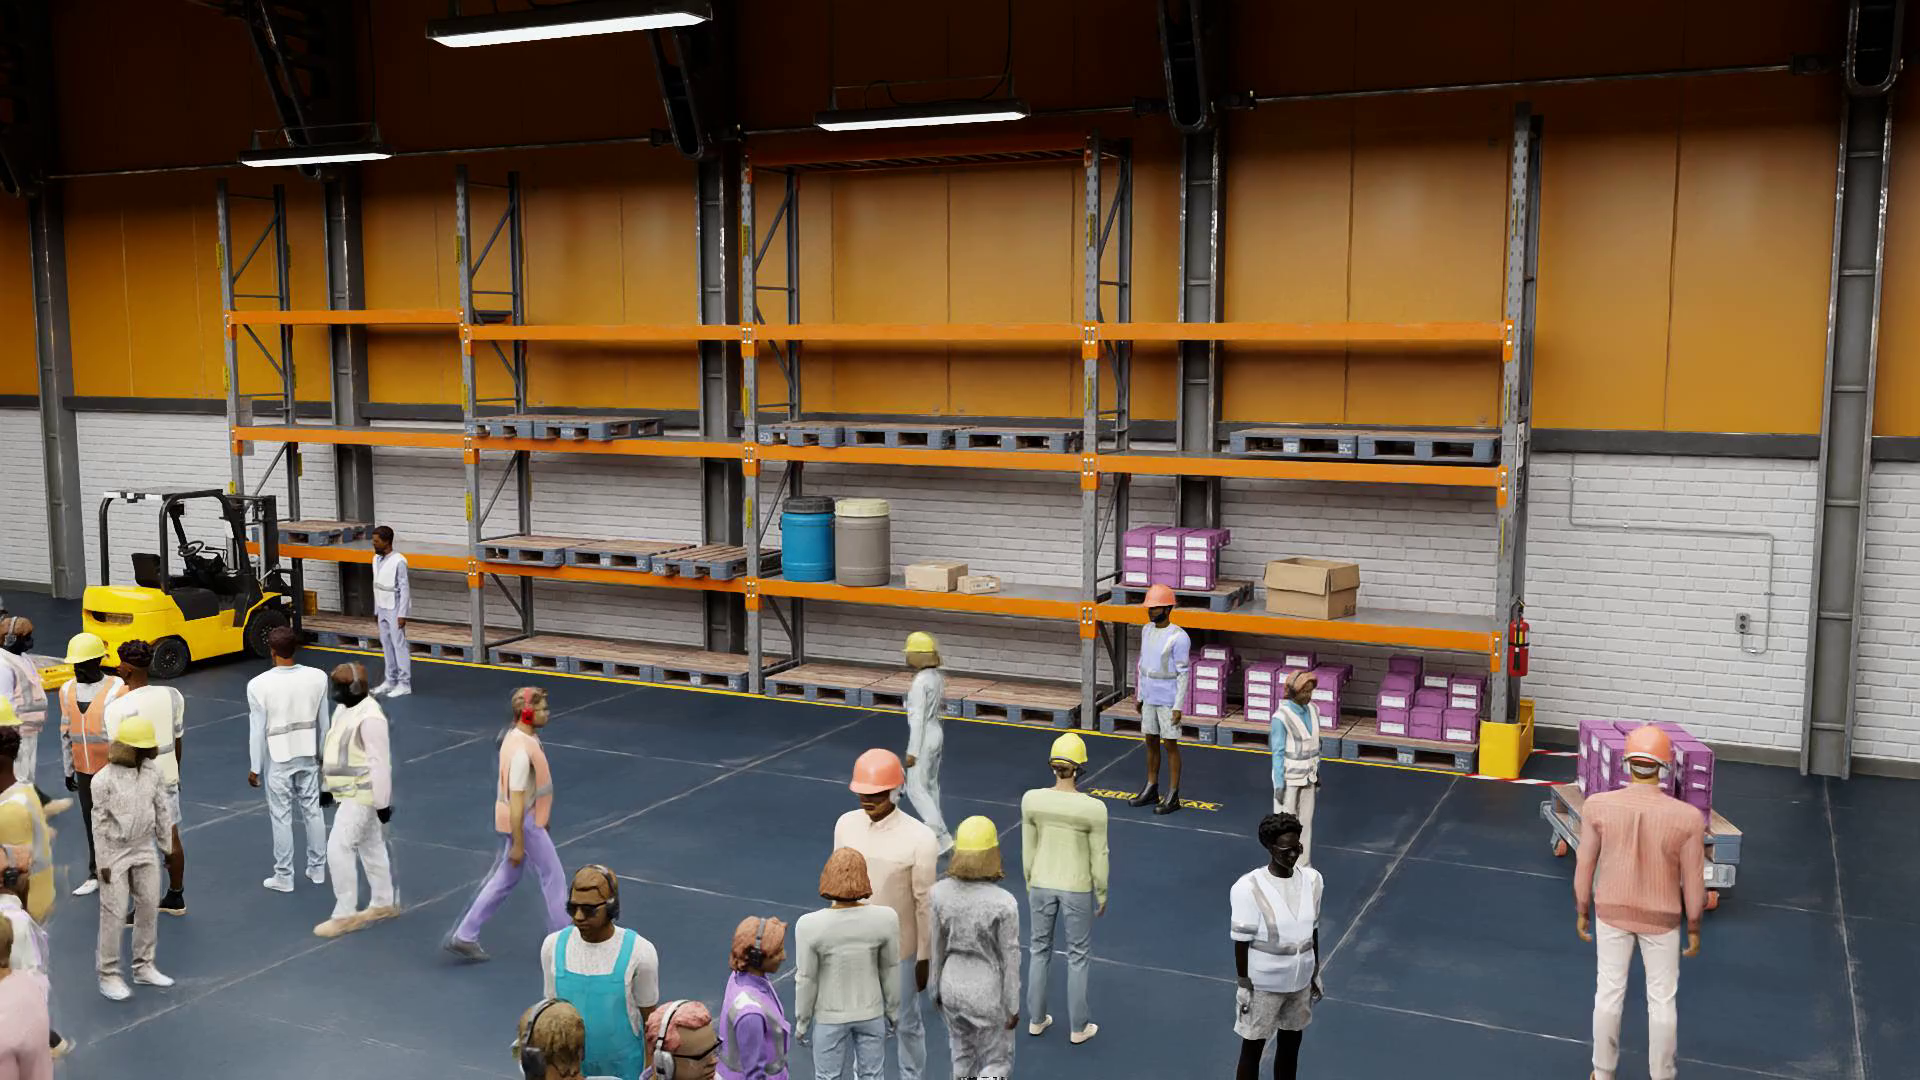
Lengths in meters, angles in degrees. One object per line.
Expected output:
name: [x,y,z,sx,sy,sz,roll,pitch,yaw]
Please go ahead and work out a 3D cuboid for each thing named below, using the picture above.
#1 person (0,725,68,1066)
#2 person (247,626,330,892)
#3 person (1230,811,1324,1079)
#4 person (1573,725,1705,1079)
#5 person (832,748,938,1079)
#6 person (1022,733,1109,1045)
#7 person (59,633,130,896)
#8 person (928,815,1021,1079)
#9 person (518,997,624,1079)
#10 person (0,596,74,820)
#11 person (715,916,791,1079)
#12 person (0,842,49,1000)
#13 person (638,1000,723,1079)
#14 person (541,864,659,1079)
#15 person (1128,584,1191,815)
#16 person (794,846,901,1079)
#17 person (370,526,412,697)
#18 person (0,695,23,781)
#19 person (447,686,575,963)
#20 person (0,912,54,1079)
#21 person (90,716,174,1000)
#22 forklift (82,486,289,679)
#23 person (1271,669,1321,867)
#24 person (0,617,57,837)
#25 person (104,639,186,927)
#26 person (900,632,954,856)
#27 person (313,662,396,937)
person: [-5.084,1.941,8.892,0.428,1.945,0.629,-4,8,-27]
person: [-4.842,1.577,12.035,0.377,1.916,0.600,6,9,42]
person: [1.557,2.156,8.151,0.535,1.697,0.318,-4,8,-27]
person: [3.543,1.952,8.689,0.634,1.981,0.435,4,8,32]
person: [-0.393,2.002,8.257,0.604,1.987,0.402,4,8,32]
person: [0.599,1.968,9.461,0.520,1.756,0.340,3,7,21]
person: [-6.140,1.602,11.847,0.581,1.919,0.393,1,7,10]
person: [0.047,2.177,7.928,0.487,1.724,0.537,4,8,30]
person: [-1.241,2.393,5.260,0.369,1.928,0.639,4,8,27]
person: [-7.855,1.347,13.426,1.048,2.000,0.730,-4,8,-33]
person: [-0.849,2.343,6.877,0.321,1.631,0.527,-1,7,-9]
person: [-4.439,2.229,7.795,0.511,1.638,0.308,6,9,39]
person: [-0.868,2.395,5.318,0.409,1.909,0.640,2,7,18]
person: [-1.491,2.234,6.900,0.506,1.846,0.349,1,7,9]
person: [1.677,1.329,13.989,0.362,1.939,0.542,-5,9,-36]
person: [-0.524,2.234,7.765,0.507,1.633,0.276,-2,7,-18]
person: [-6.348,0.785,18.583,0.590,1.916,0.389,6,9,41]
person: [-5.925,1.848,10.203,0.403,1.818,0.603,-4,8,-27]
person: [-2.797,1.815,10.574,0.967,1.805,0.576,-2,7,-17]
person: [-3.469,2.285,6.176,0.667,1.921,0.637,-3,7,-23]
person: [-5.006,1.908,10.089,0.413,1.721,0.513,3,8,25]
forklift: [-9.426,0.454,20.179,1.214,2.155,2.313,3,8,26]
person: [2.407,1.731,11.939,0.525,1.632,0.314,-6,9,-43]
person: [-7.367,1.505,13.008,0.429,1.831,0.632,-2,7,-17]
person: [-5.536,1.641,11.295,0.366,1.967,0.603,3,7,20]
person: [-0.247,1.574,12.851,0.464,1.731,0.506,2,7,13]
person: [-4.158,1.728,11.201,0.719,1.819,0.632,-4,8,-30]
